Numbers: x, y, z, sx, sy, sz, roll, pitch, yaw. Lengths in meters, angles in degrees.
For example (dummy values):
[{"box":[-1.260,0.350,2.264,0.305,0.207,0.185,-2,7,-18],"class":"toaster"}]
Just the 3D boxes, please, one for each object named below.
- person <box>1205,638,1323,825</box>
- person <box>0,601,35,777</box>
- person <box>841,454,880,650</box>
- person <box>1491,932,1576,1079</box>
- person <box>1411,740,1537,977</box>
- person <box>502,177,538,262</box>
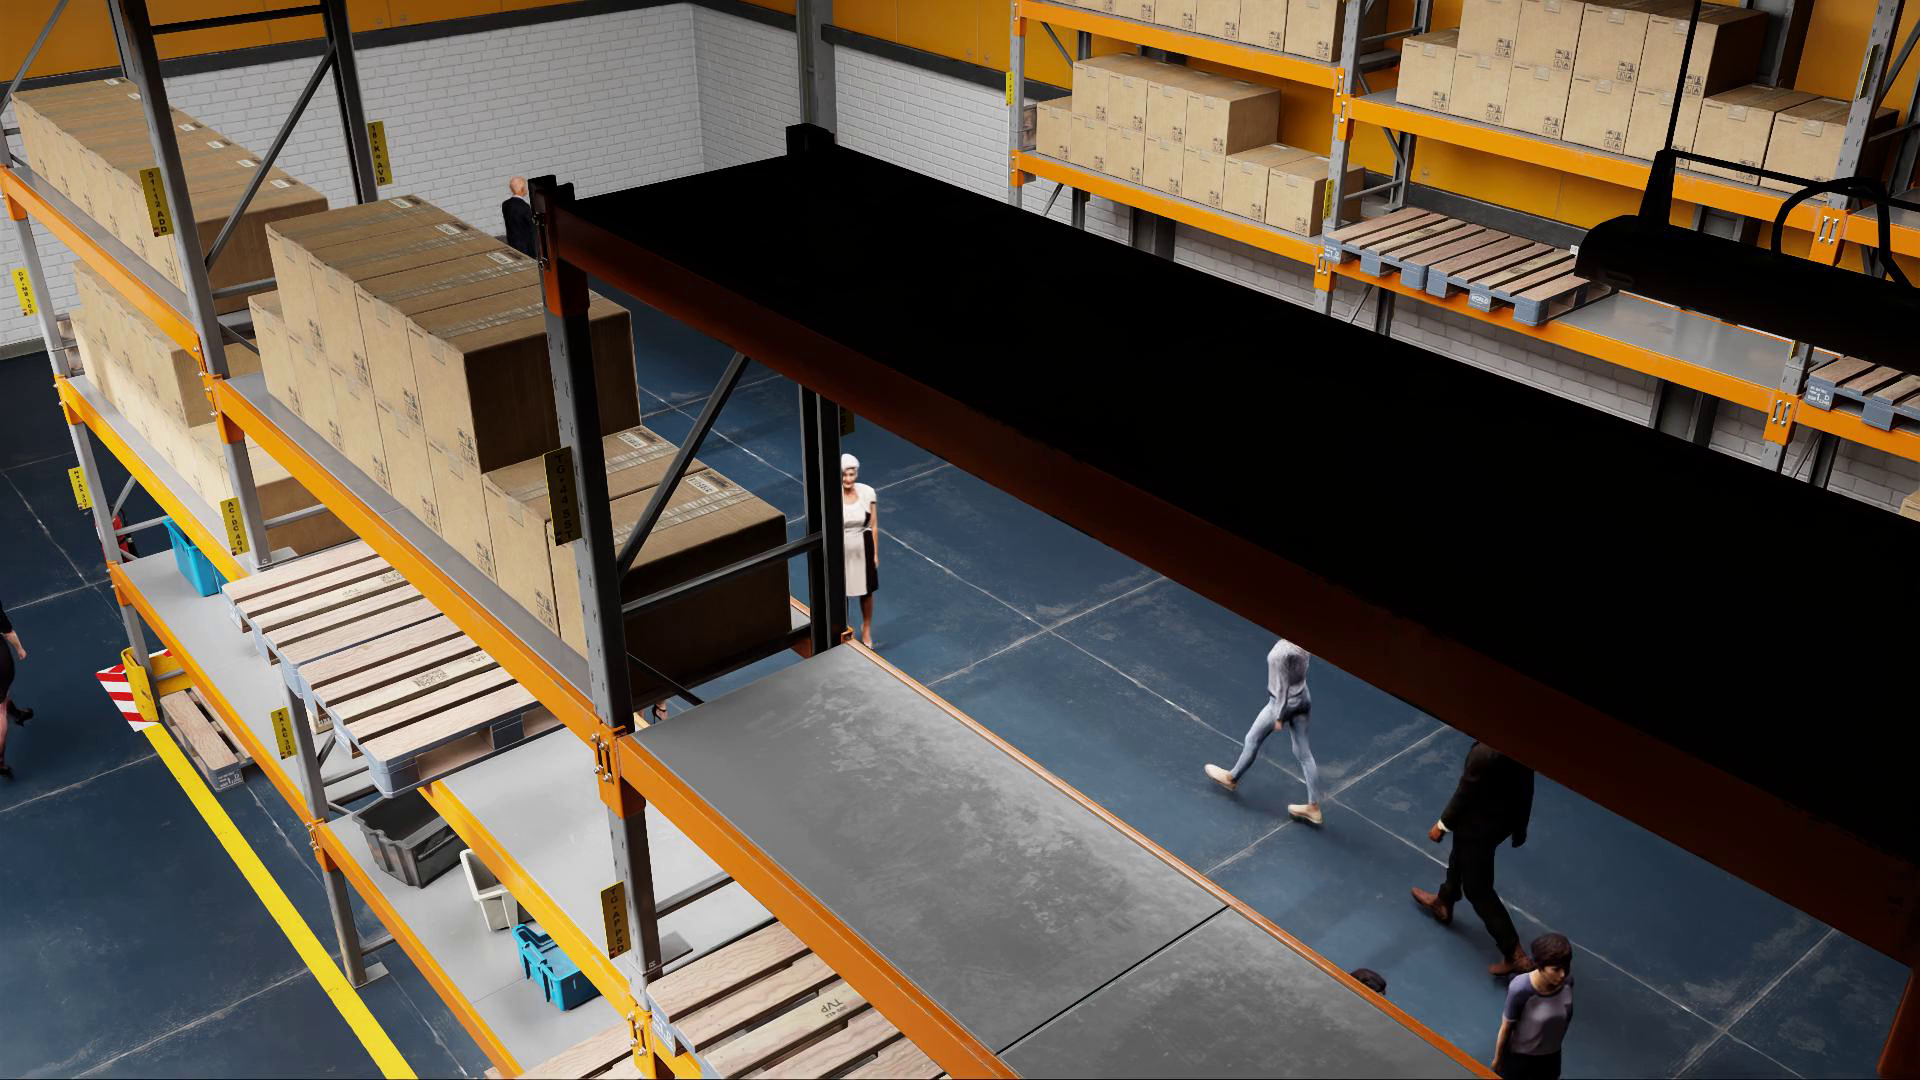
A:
[{"box":[2.320,1.181,11.445,1.175,1.746,0.724,22,36,35],"class":"person"},{"box":[-7.017,0.953,11.961,0.984,1.651,1.168,-3,29,-6],"class":"person"},{"box":[-0.874,0.099,13.423,0.679,1.751,0.700,-3,29,-6],"class":"person"},{"box":[3.010,2.677,8.905,0.740,1.551,0.921,-10,30,-17],"class":"person"},{"box":[3.273,1.808,10.169,0.811,1.867,1.309,-18,33,-30],"class":"person"},{"box":[-5.233,-3.412,19.819,0.843,1.788,0.894,18,33,29],"class":"person"}]
